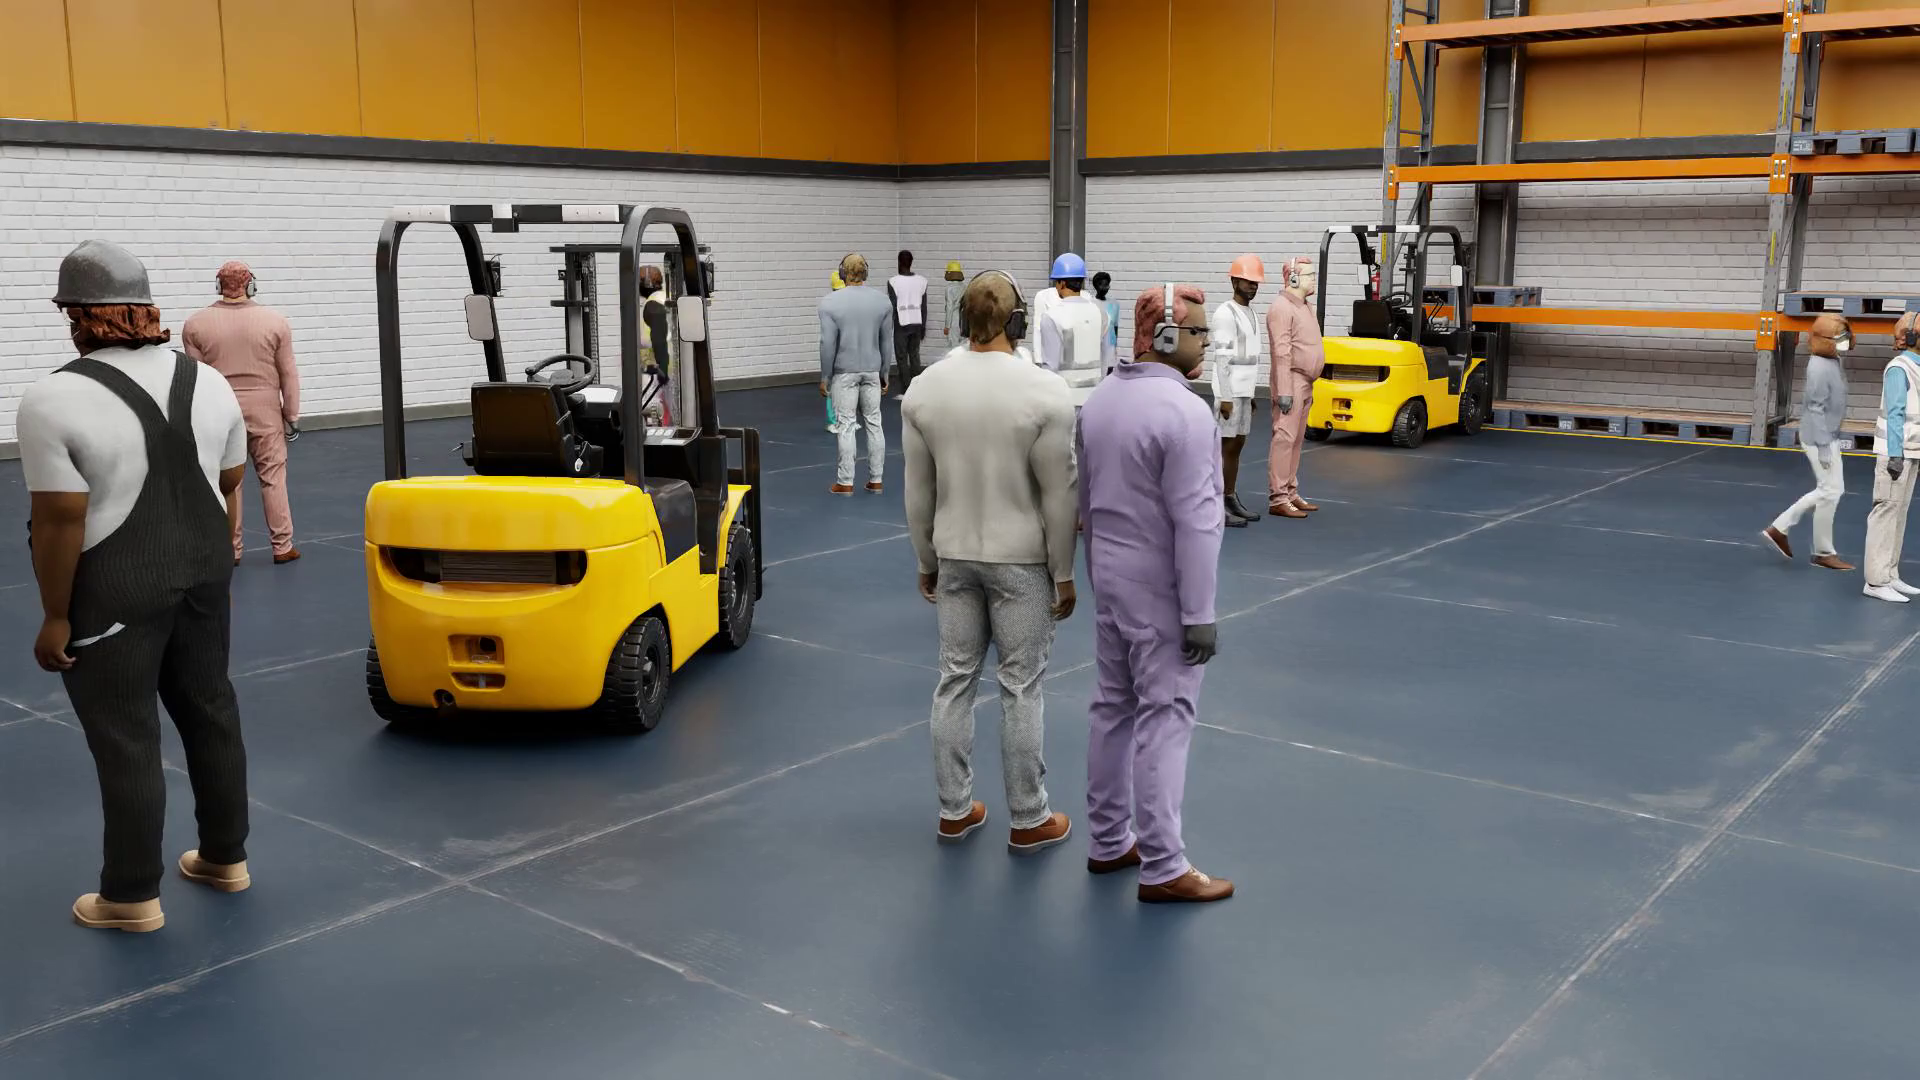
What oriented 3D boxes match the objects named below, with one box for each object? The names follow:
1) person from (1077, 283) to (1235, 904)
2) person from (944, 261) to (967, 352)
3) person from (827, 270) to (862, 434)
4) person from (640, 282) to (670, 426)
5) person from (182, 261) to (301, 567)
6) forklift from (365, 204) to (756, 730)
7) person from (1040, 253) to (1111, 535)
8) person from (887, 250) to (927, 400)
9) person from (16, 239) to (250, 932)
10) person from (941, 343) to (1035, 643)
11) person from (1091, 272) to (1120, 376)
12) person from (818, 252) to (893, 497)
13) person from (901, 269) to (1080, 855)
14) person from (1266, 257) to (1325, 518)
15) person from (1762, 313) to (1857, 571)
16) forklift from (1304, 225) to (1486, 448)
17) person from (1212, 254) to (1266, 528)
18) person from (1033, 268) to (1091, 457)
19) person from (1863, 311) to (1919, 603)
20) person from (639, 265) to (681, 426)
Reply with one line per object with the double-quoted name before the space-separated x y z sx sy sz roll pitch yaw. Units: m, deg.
"person" 0.622 0.163 5.179 0.399 1.905 0.643 -5 11 -24
"person" -0.075 -2.999 23.139 0.319 1.742 0.492 7 12 34
"person" -1.252 -1.966 17.459 0.452 1.723 0.549 7 13 36
"person" -2.909 -1.635 15.604 0.521 1.740 0.651 -5 12 -28
"person" -4.468 -0.783 10.411 0.654 1.906 0.408 -3 11 -16
"forklift" -1.766 -0.406 7.525 1.214 2.155 2.313 1 10 7
"person" 0.751 -0.959 11.270 0.615 1.945 0.404 -9 13 -40
"person" -0.676 -2.739 21.234 0.593 1.918 0.399 -8 13 -37
"person" -2.488 0.133 4.962 0.536 2.000 0.681 5 11 27
"person" 0.193 -0.363 8.320 0.620 1.818 0.554 -6 12 -29
"person" 1.575 -2.252 19.161 0.545 1.681 0.637 -4 11 -20
"person" -0.837 -1.312 13.256 0.629 1.940 0.373 -5 11 -26
"person" 0.111 0.081 5.534 0.628 1.940 0.373 5 11 27
"person" 2.489 -1.130 12.322 0.410 1.913 0.643 5 11 25
"person" 5.308 -0.606 10.285 0.510 1.597 0.549 7 12 34
"forklift" 4.449 -2.115 16.993 1.214 2.155 2.313 8 13 38
"person" 2.000 -1.066 11.901 0.376 1.934 0.546 6 12 32
"person" 0.968 -1.710 15.611 0.584 1.882 0.348 -3 11 -18
"person" 5.353 -0.476 9.448 0.309 1.641 0.513 9 14 41
"person" -2.765 -1.555 14.977 0.844 1.803 0.639 1 10 3
